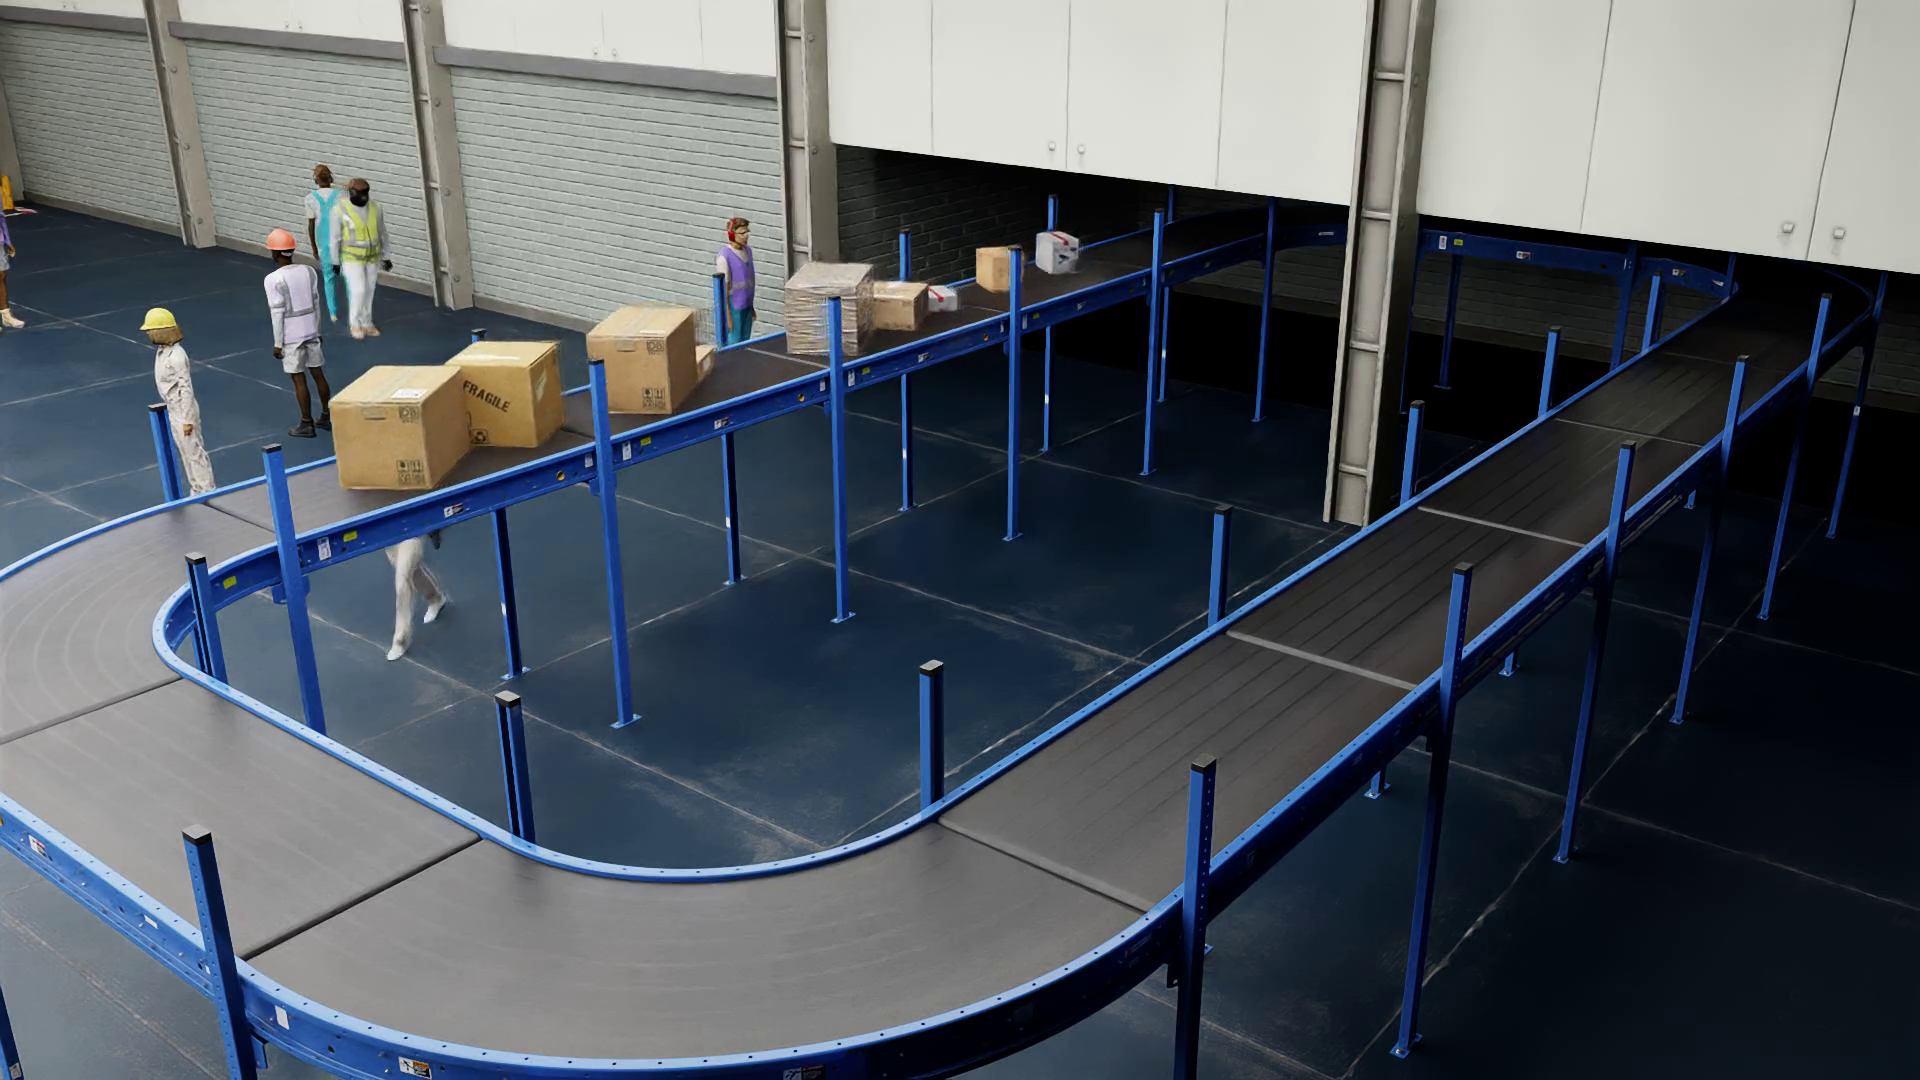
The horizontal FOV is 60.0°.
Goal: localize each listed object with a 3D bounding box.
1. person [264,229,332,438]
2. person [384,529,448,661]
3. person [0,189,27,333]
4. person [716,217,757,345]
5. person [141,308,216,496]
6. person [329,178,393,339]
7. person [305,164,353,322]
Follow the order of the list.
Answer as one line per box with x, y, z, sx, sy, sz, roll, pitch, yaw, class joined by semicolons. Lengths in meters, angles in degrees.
-6.146;-1.905;15.385;0.378;1.938;0.547;11;24;26;person
-3.746;-0.080;11.207;0.509;1.594;0.812;9;23;23;person
-11.125;-3.398;19.055;0.409;2.031;0.609;9;23;23;person
-2.206;-2.274;16.449;0.373;1.843;0.572;7;23;18;person
-6.283;-1.011;13.378;0.321;1.743;0.488;-16;26;-34;person
-6.764;-3.181;18.799;0.477;1.817;0.644;15;26;34;person
-7.346;-3.471;19.508;0.508;1.841;0.353;-5;22;-12;person
